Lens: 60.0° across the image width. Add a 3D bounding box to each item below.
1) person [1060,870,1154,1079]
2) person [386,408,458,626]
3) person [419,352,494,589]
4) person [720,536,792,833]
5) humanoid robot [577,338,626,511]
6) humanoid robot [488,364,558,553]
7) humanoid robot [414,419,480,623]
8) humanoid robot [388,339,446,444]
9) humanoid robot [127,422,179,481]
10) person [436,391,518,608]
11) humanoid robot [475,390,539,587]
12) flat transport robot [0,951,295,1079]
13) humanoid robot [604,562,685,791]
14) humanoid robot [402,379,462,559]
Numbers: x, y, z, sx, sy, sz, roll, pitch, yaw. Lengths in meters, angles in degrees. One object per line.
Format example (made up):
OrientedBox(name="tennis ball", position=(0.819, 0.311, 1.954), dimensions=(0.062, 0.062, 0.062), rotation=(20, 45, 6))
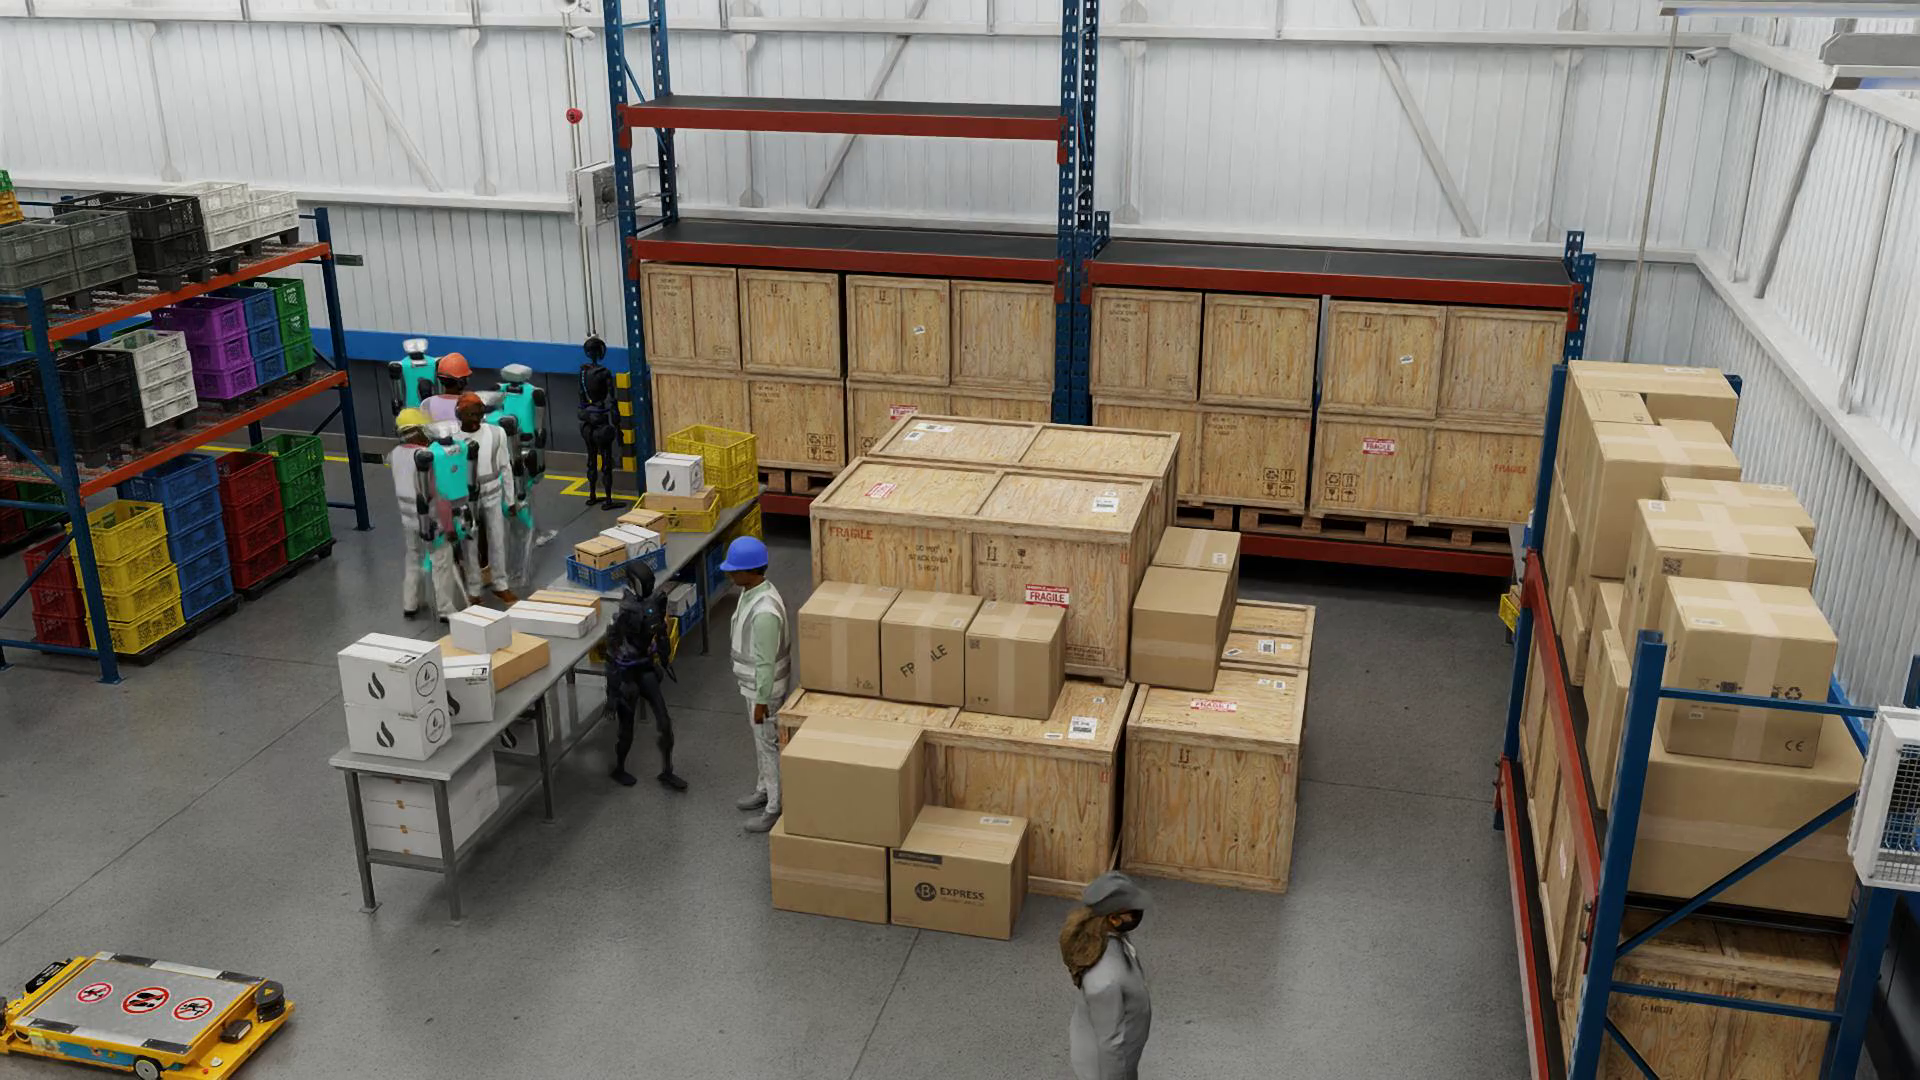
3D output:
OrientedBox(name="person", position=(0.616, 2.210, 7.162), dimensions=(0.396, 1.769, 0.564), rotation=(0, 21, 1))
OrientedBox(name="person", position=(-4.302, -0.168, 13.337), dimensions=(0.715, 1.805, 0.414), rotation=(14, 25, 33))
OrientedBox(name="person", position=(-4.209, -0.584, 14.093), dimensions=(0.612, 2.041, 0.391), rotation=(4, 21, 12))
OrientedBox(name="person", position=(-1.253, 0.885, 10.389), dimensions=(0.412, 1.940, 0.604), rotation=(-5, 22, -14))
OrientedBox(name="humanoid robot", position=(-3.480, -1.131, 16.011), dimensions=(0.599, 1.657, 0.315), rotation=(19, 28, 40))
OrientedBox(name="humanoid robot", position=(-3.978, -0.612, 14.630), dimensions=(0.532, 1.754, 0.976), rotation=(6, 22, 15))
OrientedBox(name="humanoid robot", position=(-4.178, -0.126, 13.371), dimensions=(0.697, 1.829, 0.544), rotation=(19, 28, 41))
OrientedBox(name="humanoid robot", position=(-5.153, -1.097, 15.872), dimensions=(0.535, 1.784, 0.785), rotation=(-10, 23, -25))
OrientedBox(name="humanoid robot", position=(-7.339, -0.800, 15.225), dimensions=(0.608, 1.631, 0.760), rotation=(7, 22, 18))
OrientedBox(name="person", position=(-3.951, -0.314, 13.621), dimensions=(0.589, 1.876, 0.339), rotation=(-9, 23, -23))
OrientedBox(name="humanoid robot", position=(-3.840, -0.457, 14.204), dimensions=(0.543, 1.810, 0.668), rotation=(7, 22, 18))
OrientedBox(name="flat transport robot", position=(-4.270, 2.464, 8.601), dimensions=(1.431, 0.231, 0.659), rotation=(5, 22, 13))
OrientedBox(name="humanoid robot", position=(-2.099, 0.862, 10.837), dimensions=(0.550, 1.624, 0.613), rotation=(12, 24, 29))
OrientedBox(name="humanoid robot", position=(-4.613, -0.627, 14.705), dimensions=(0.609, 1.654, 0.304), rotation=(-8, 23, -21))
